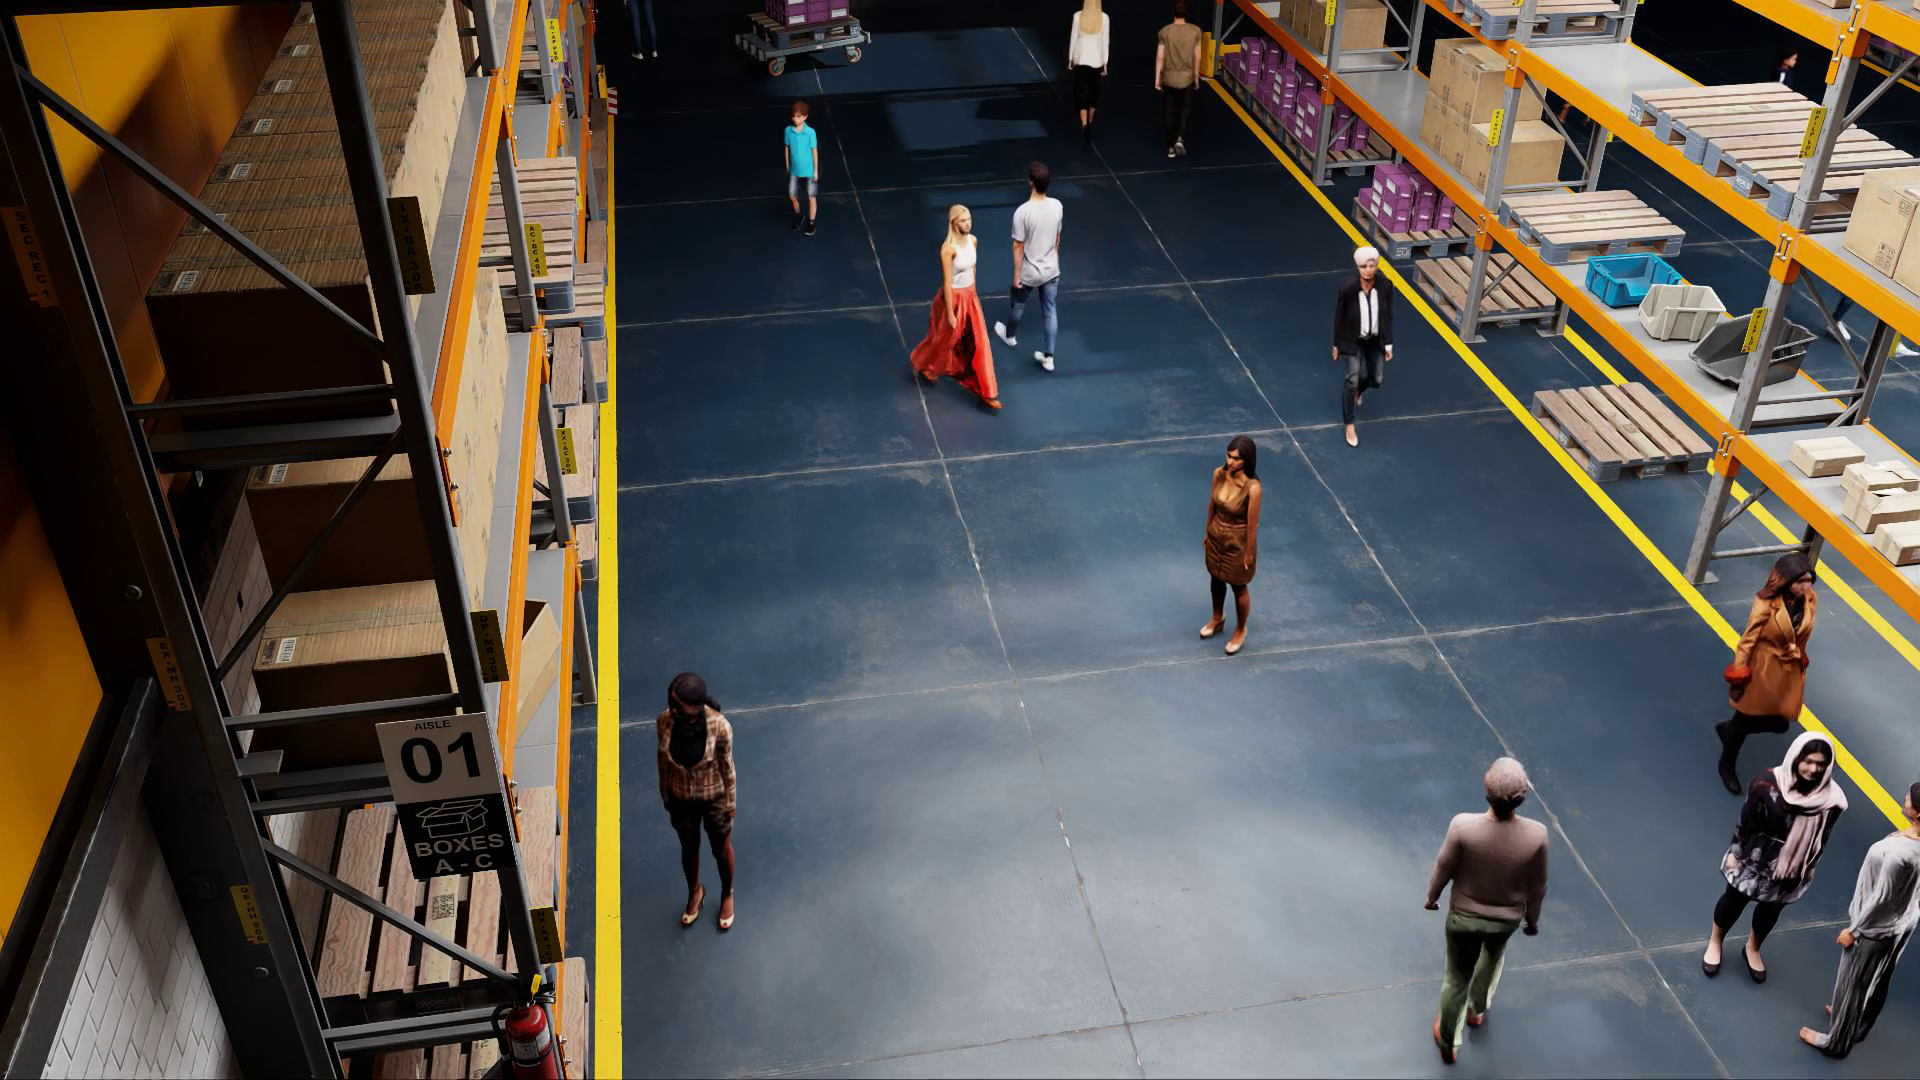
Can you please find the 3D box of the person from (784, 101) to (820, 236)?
[{"bbox_3d":[-1.625,-3.936,17.470,0.604,1.440,0.623,6,34,9],"label":"person"}]

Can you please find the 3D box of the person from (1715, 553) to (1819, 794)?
[{"bbox_3d":[4.856,0.769,10.148,0.705,1.711,0.748,-6,34,-9],"label":"person"}]

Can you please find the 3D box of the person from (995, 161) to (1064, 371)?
[{"bbox_3d":[0.731,-2.382,14.755,0.893,1.858,1.154,-16,37,-22],"label":"person"}]

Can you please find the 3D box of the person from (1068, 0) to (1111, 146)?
[{"bbox_3d":[1.498,-5.508,19.481,0.723,1.833,1.087,-1,34,-1],"label":"person"}]

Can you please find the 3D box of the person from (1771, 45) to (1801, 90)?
[{"bbox_3d":[9.585,-5.224,19.612,0.797,1.214,0.725,24,40,31],"label":"person"}]

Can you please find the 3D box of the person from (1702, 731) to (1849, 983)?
[{"bbox_3d":[4.334,1.670,8.857,0.724,1.639,0.745,7,34,10],"label":"person"}]

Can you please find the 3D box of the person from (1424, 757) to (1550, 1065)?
[{"bbox_3d":[2.612,1.930,8.270,0.818,1.856,0.857,4,34,6],"label":"person"}]

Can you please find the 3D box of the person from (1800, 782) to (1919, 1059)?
[{"bbox_3d":[4.650,1.917,8.364,0.670,1.773,0.661,-20,39,-28],"label":"person"}]

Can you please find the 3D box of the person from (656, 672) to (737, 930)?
[{"bbox_3d":[-1.417,1.425,9.087,0.656,1.792,0.655,6,34,9],"label":"person"}]

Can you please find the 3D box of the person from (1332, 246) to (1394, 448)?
[{"bbox_3d":[3.366,-1.664,13.767,0.816,1.765,0.900,0,34,0],"label":"person"}]

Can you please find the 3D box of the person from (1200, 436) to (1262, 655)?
[{"bbox_3d":[1.843,0.027,11.289,0.699,1.683,0.597,-25,41,-32],"label":"person"}]

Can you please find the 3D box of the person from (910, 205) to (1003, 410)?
[{"bbox_3d":[-0.103,-2.033,14.324,1.334,1.752,1.145,27,42,35],"label":"person"}]

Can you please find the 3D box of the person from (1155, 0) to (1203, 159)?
[{"bbox_3d":[2.509,-5.275,19.118,0.782,1.846,0.873,3,34,4],"label":"person"}]

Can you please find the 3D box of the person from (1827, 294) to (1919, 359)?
[{"bbox_3d":[8.333,-2.531,15.135,0.819,1.685,1.208,-13,36,-19],"label":"person"}]

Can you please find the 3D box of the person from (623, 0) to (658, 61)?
[{"bbox_3d":[-4.320,-7.354,22.355,0.637,1.725,0.612,-17,37,-24],"label":"person"}]
